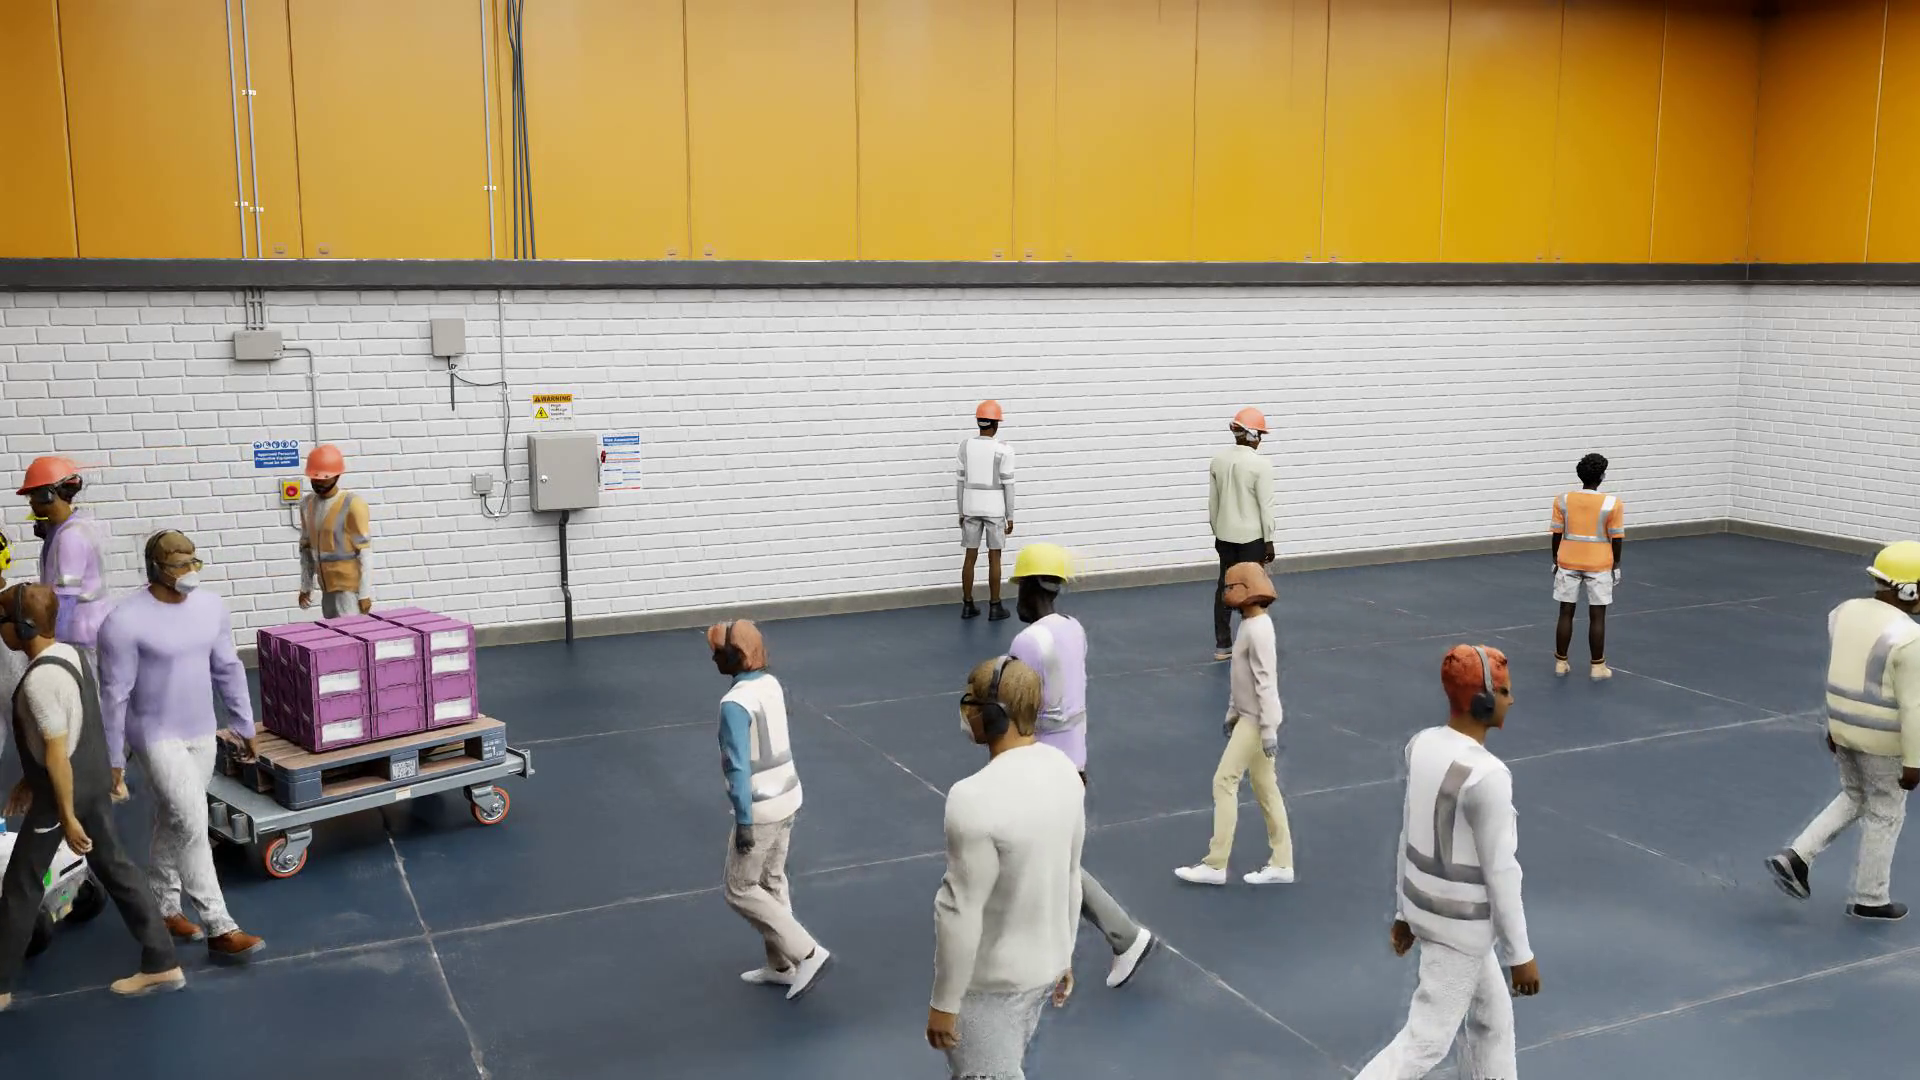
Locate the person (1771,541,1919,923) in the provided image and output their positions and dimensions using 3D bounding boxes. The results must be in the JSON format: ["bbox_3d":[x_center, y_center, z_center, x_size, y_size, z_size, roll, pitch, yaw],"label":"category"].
[{"bbox_3d":[4.183,0.897,7.686,0.533,1.817,0.615,-1,9,-8],"label":"person"}]

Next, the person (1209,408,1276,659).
[{"bbox_3d":[2.210,-0.030,12.925,0.392,1.985,0.610,-8,12,-40],"label":"person"}]

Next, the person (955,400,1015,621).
[{"bbox_3d":[0.230,-0.257,14.518,0.542,1.929,0.380,3,10,20],"label":"person"}]

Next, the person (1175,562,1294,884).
[{"bbox_3d":[1.362,0.912,8.258,0.687,1.595,0.534,2,9,9],"label":"person"}]

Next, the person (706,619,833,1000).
[{"bbox_3d":[-0.793,1.123,6.934,0.510,1.611,0.539,2,9,14],"label":"person"}]

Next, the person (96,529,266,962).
[{"bbox_3d":[-3.353,0.905,7.353,0.885,1.905,0.662,3,10,20],"label":"person"}]

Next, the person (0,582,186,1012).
[{"bbox_3d":[-3.707,1.052,6.831,0.948,1.793,0.495,-1,9,-6],"label":"person"}]

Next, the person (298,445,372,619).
[{"bbox_3d":[-4.163,0.306,11.110,0.578,1.909,0.510,5,11,30],"label":"person"}]

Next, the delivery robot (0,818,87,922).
[{"bbox_3d":[-4.366,1.505,7.538,0.707,0.478,0.477,1,9,3],"label":"delivery robot"}]

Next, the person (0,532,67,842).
[{"bbox_3d":[-4.660,0.827,8.150,0.538,1.819,0.967,0,9,0],"label":"person"}]

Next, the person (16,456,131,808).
[{"bbox_3d":[-4.986,0.551,9.252,0.579,2.014,0.605,8,12,40],"label":"person"}]

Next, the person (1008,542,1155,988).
[{"bbox_3d":[0.427,0.956,7.126,0.853,1.890,0.607,4,10,22],"label":"person"}]

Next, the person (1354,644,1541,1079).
[{"bbox_3d":[1.561,1.249,5.451,0.969,1.850,0.572,0,9,-3],"label":"person"}]

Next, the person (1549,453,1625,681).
[{"bbox_3d":[4.666,0.197,12.406,0.538,1.695,0.320,7,11,37],"label":"person"}]

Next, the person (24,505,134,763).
[{"bbox_3d":[-5.301,0.566,9.976,0.568,1.754,0.540,-3,10,-19],"label":"person"}]

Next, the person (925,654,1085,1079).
[{"bbox_3d":[0.207,1.292,4.944,0.750,1.922,0.642,5,11,29],"label":"person"}]
